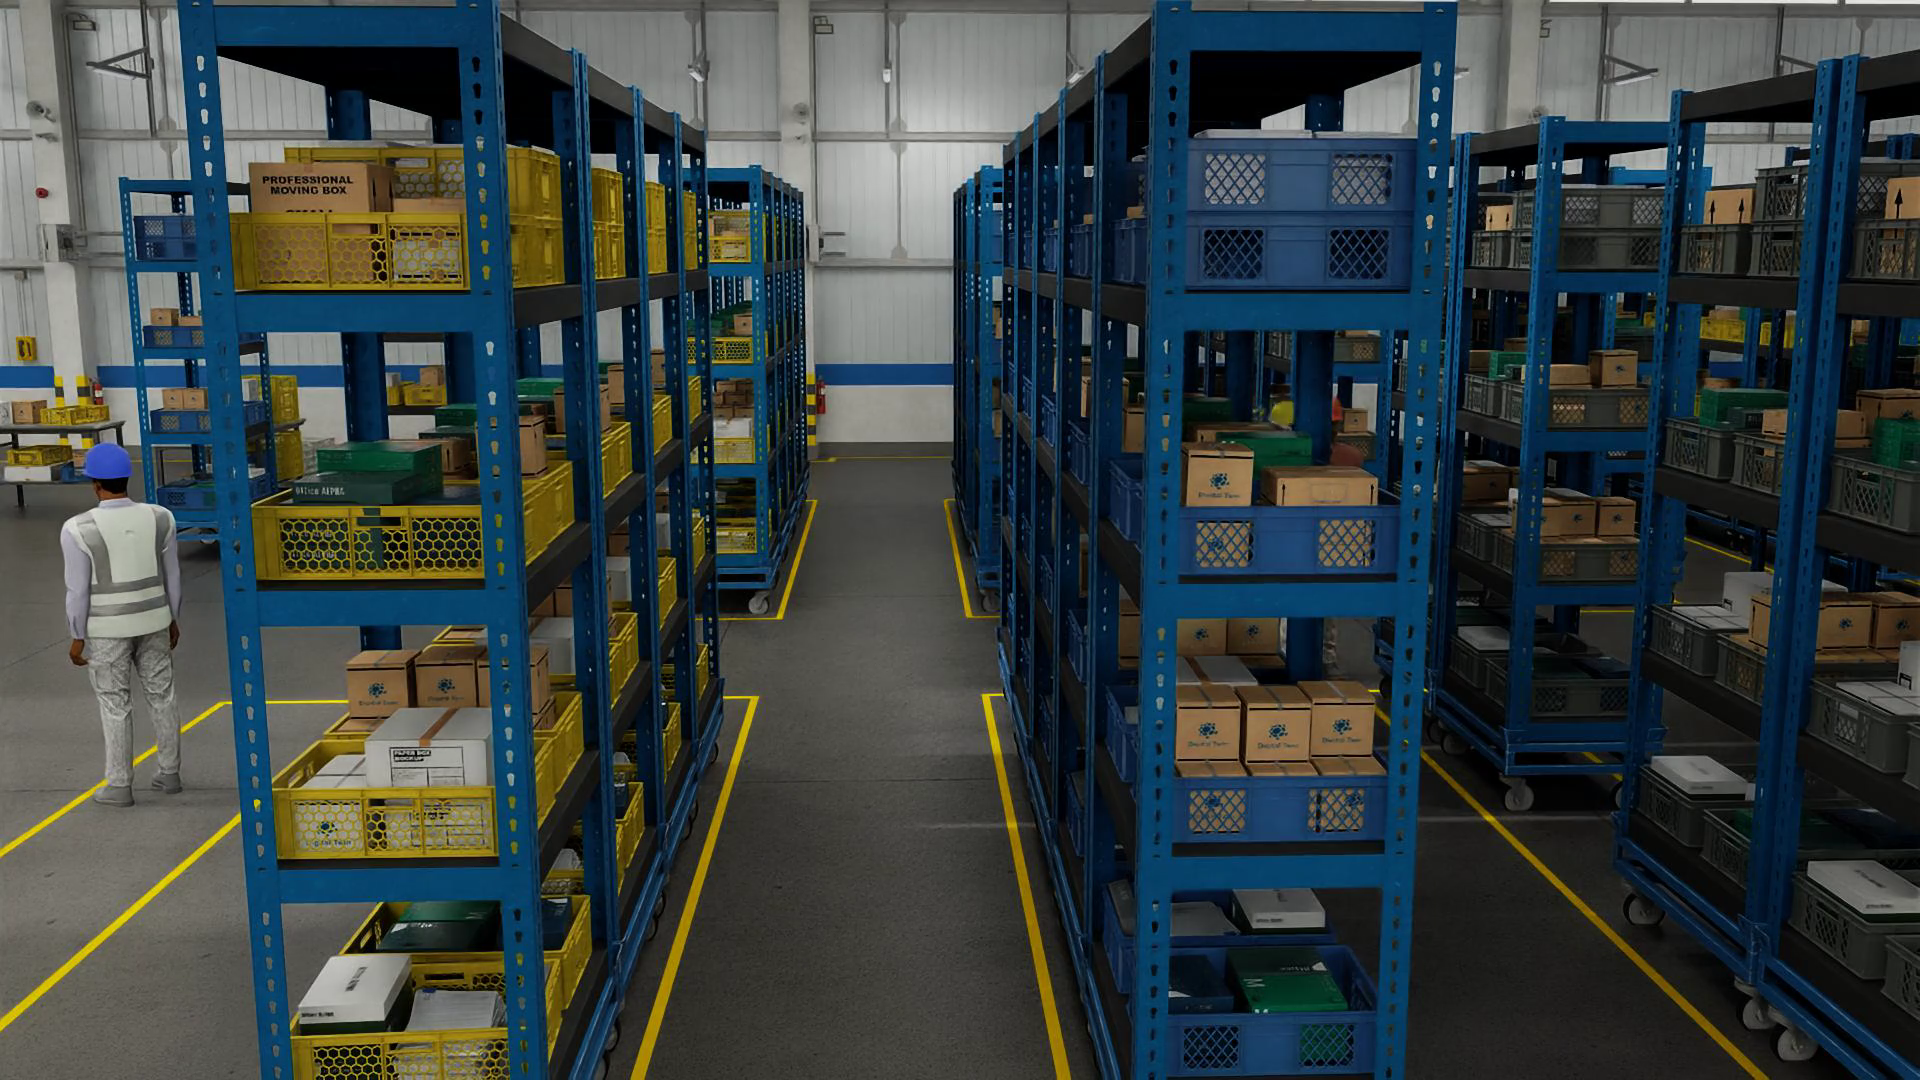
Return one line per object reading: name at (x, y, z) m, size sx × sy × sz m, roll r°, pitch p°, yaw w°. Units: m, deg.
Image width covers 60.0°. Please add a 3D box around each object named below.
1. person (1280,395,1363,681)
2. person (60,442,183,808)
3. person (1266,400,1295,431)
person at (2.452, -0.008, 11.356) m, size 0.610 × 1.996 × 0.384 m, roll -1°, pitch 10°, yaw -8°
person at (-4.453, 0.449, 8.881) m, size 0.384 × 1.951 × 0.605 m, roll 7°, pitch 12°, yaw 36°
person at (2.414, -0.190, 12.939) m, size 0.835 × 1.808 × 0.593 m, roll -1°, pitch 10°, yaw -5°
